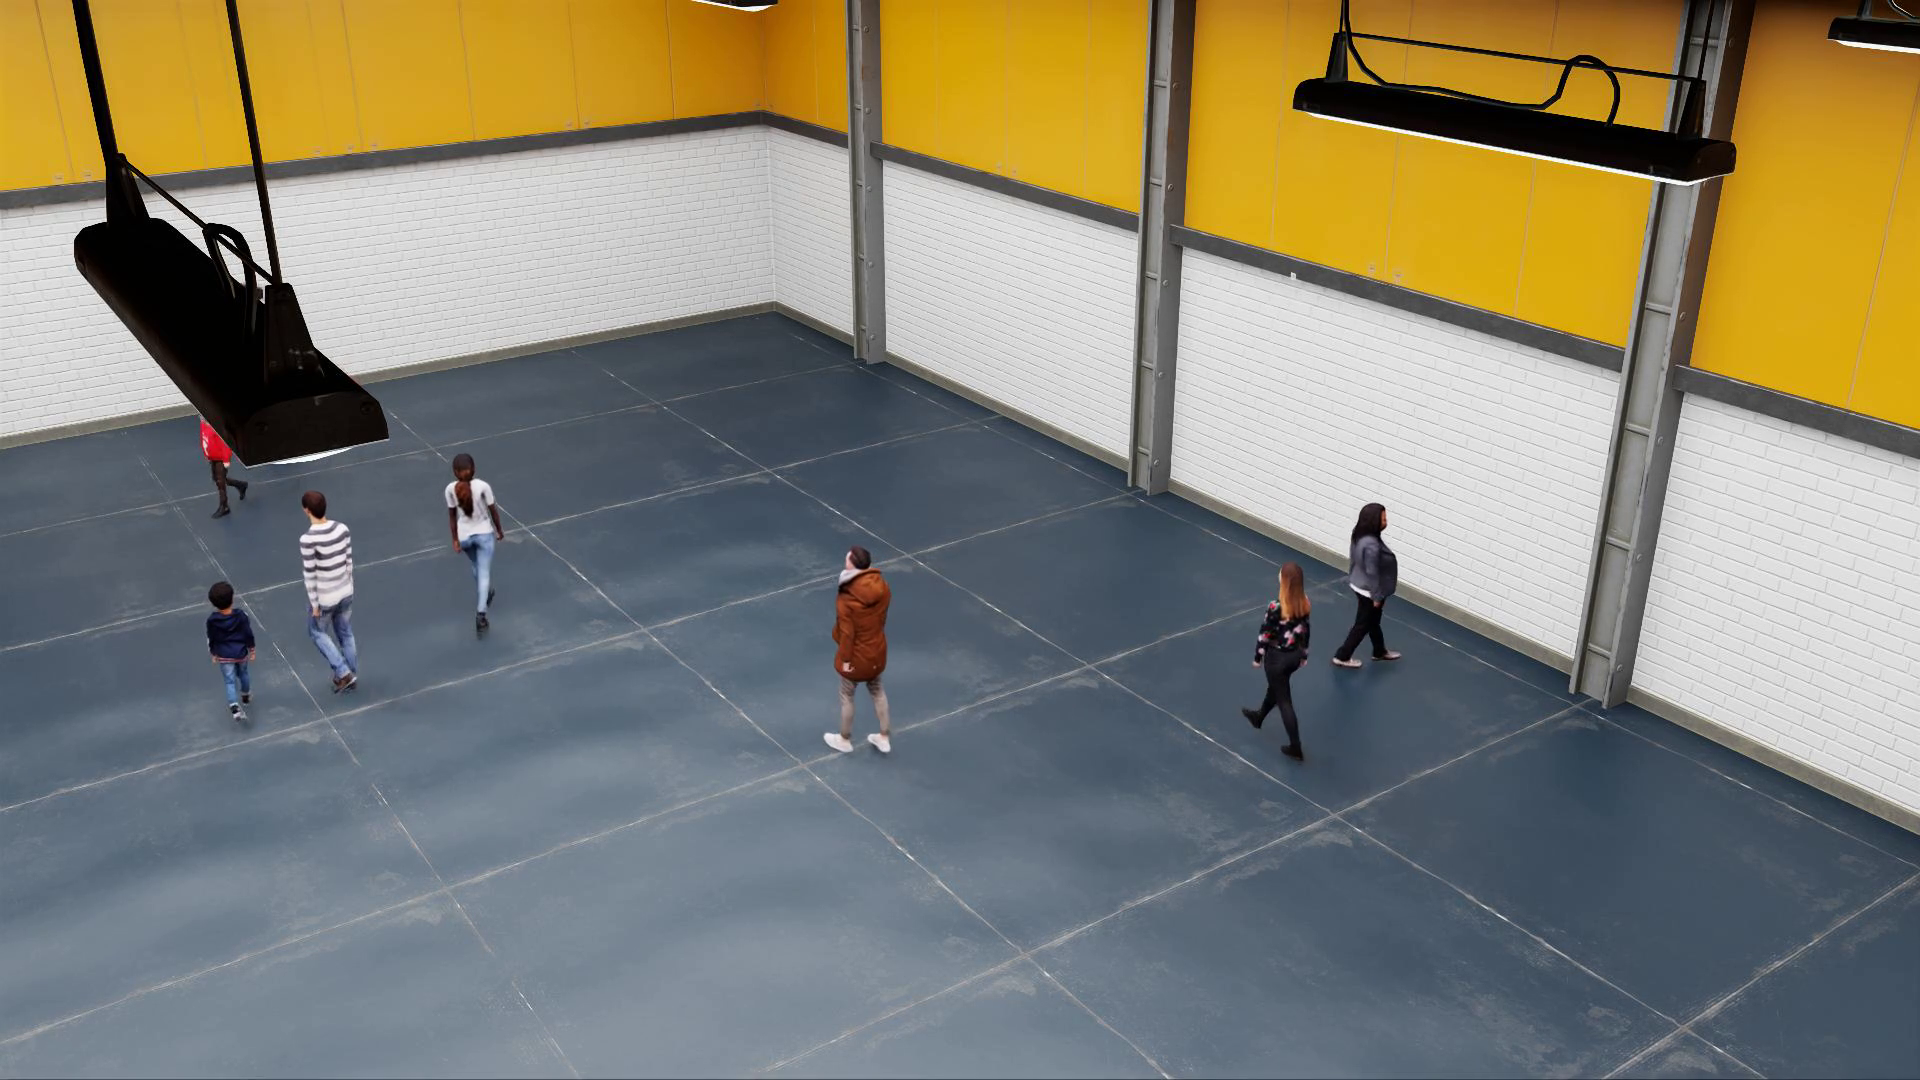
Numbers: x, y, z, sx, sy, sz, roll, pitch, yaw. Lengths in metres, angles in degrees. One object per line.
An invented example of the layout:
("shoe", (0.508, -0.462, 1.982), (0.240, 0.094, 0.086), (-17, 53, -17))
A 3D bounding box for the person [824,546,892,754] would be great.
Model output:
("person", (-0.747, 0.903, 13.367), (0.861, 1.839, 0.789), (21, 31, 39))

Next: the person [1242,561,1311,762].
("person", (2.648, 1.002, 13.392), (0.653, 1.637, 1.068), (-13, 27, -28))

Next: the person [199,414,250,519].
("person", (-8.079, -0.910, 18.228), (0.811, 1.268, 0.754), (13, 27, 27))

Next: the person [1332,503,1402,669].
("person", (3.577, 0.429, 14.778), (0.999, 1.577, 0.978), (-1, 24, -2))

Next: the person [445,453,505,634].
("person", (-4.525, 0.042, 15.539), (1.027, 1.677, 1.189), (0, 24, 1))

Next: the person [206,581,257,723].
("person", (-6.153, 0.954, 14.044), (0.644, 1.204, 0.889), (-10, 25, -21))

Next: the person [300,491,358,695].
("person", (-5.343, 0.487, 14.337), (0.854, 1.824, 0.792), (15, 28, 30))
